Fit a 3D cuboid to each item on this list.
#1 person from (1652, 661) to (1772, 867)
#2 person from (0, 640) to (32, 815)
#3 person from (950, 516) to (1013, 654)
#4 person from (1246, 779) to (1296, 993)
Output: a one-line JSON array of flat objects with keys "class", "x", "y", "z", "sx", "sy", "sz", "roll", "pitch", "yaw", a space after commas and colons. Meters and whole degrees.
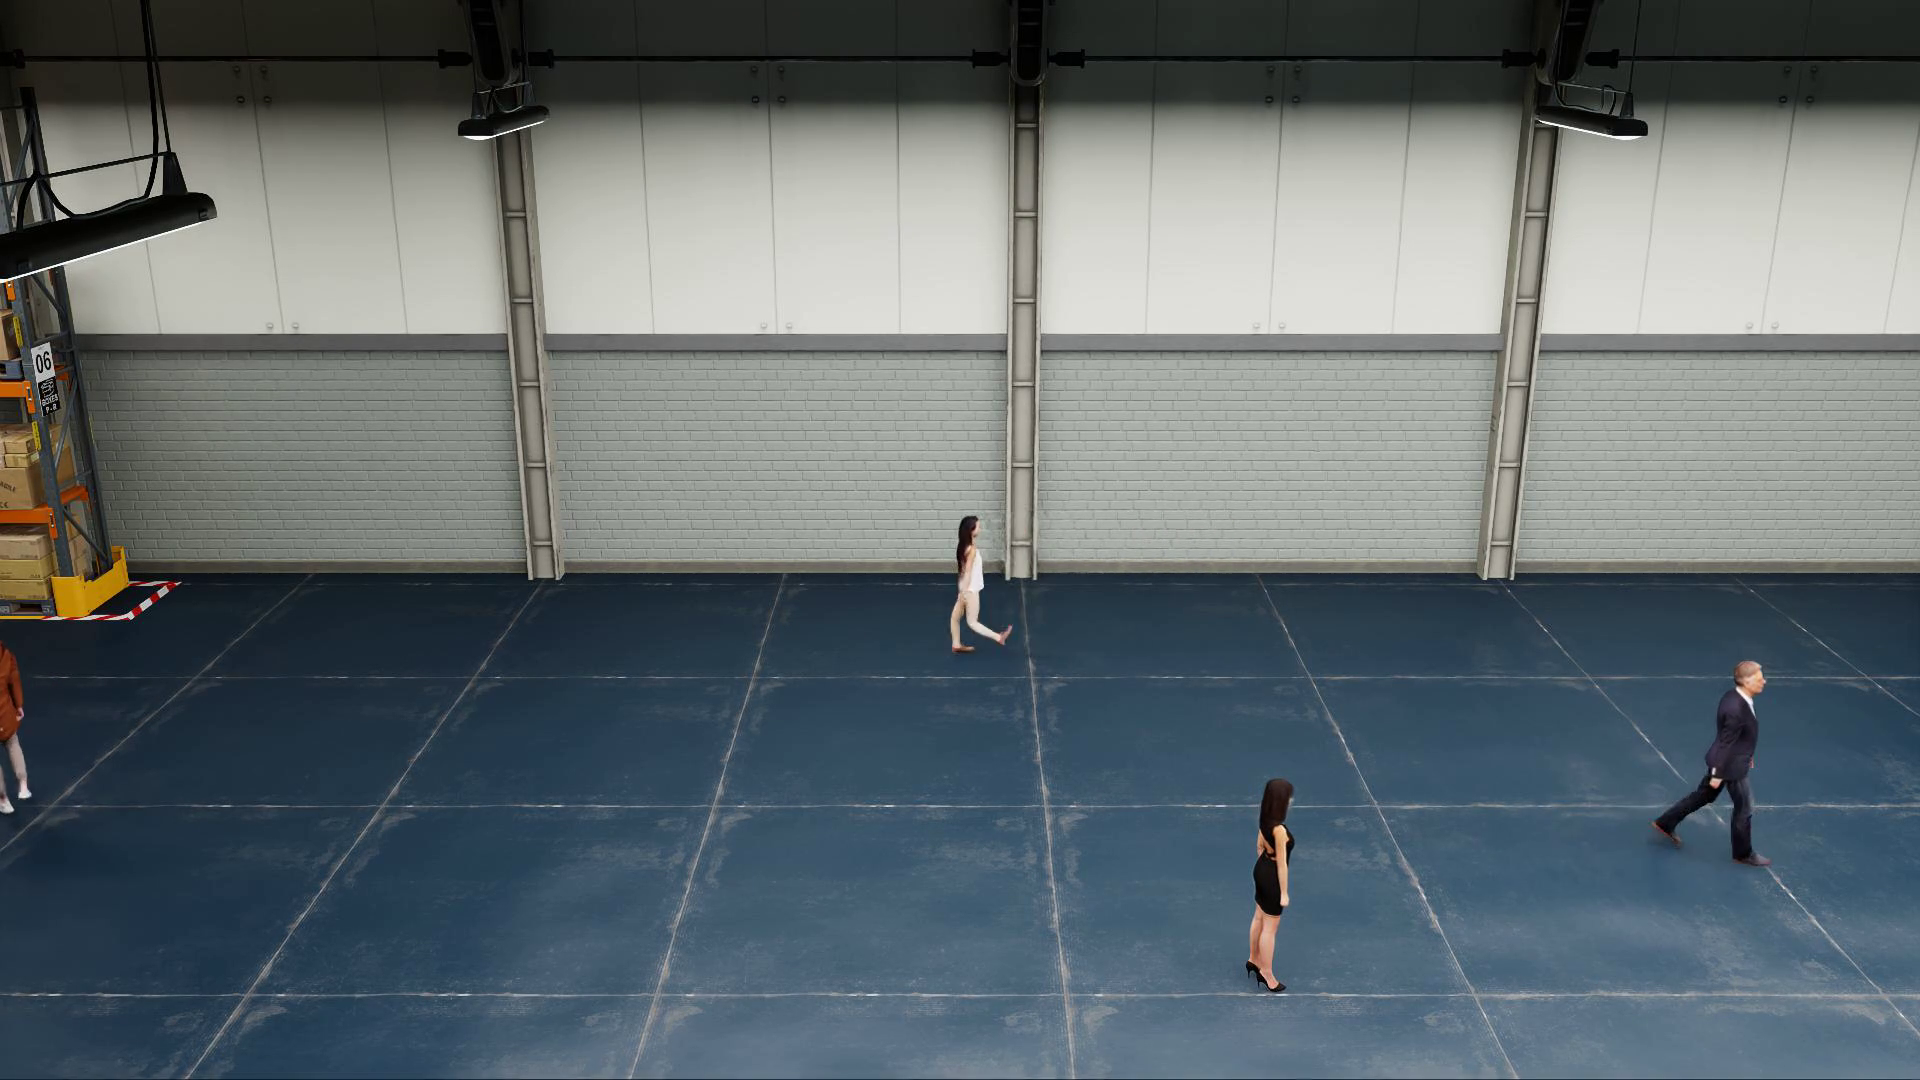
[{"class": "person", "x": 6.337, "y": 1.832, "z": 13.914, "sx": 1.257, "sy": 1.784, "sz": 0.937, "roll": 6, "pitch": 19, "yaw": 19}, {"class": "person", "x": -8.514, "y": 1.570, "z": 14.653, "sx": 0.847, "sy": 1.825, "sz": 0.907, "roll": -17, "pitch": 24, "yaw": -42}, {"class": "person", "x": 0.223, "y": 0.518, "z": 18.185, "sx": 0.594, "sy": 1.638, "sz": 0.894, "roll": 0, "pitch": 18, "yaw": 0}, {"class": "person", "x": 2.258, "y": 2.492, "z": 12.106, "sx": 0.546, "sy": 1.648, "sz": 0.613, "roll": -4, "pitch": 18, "yaw": -11}]
